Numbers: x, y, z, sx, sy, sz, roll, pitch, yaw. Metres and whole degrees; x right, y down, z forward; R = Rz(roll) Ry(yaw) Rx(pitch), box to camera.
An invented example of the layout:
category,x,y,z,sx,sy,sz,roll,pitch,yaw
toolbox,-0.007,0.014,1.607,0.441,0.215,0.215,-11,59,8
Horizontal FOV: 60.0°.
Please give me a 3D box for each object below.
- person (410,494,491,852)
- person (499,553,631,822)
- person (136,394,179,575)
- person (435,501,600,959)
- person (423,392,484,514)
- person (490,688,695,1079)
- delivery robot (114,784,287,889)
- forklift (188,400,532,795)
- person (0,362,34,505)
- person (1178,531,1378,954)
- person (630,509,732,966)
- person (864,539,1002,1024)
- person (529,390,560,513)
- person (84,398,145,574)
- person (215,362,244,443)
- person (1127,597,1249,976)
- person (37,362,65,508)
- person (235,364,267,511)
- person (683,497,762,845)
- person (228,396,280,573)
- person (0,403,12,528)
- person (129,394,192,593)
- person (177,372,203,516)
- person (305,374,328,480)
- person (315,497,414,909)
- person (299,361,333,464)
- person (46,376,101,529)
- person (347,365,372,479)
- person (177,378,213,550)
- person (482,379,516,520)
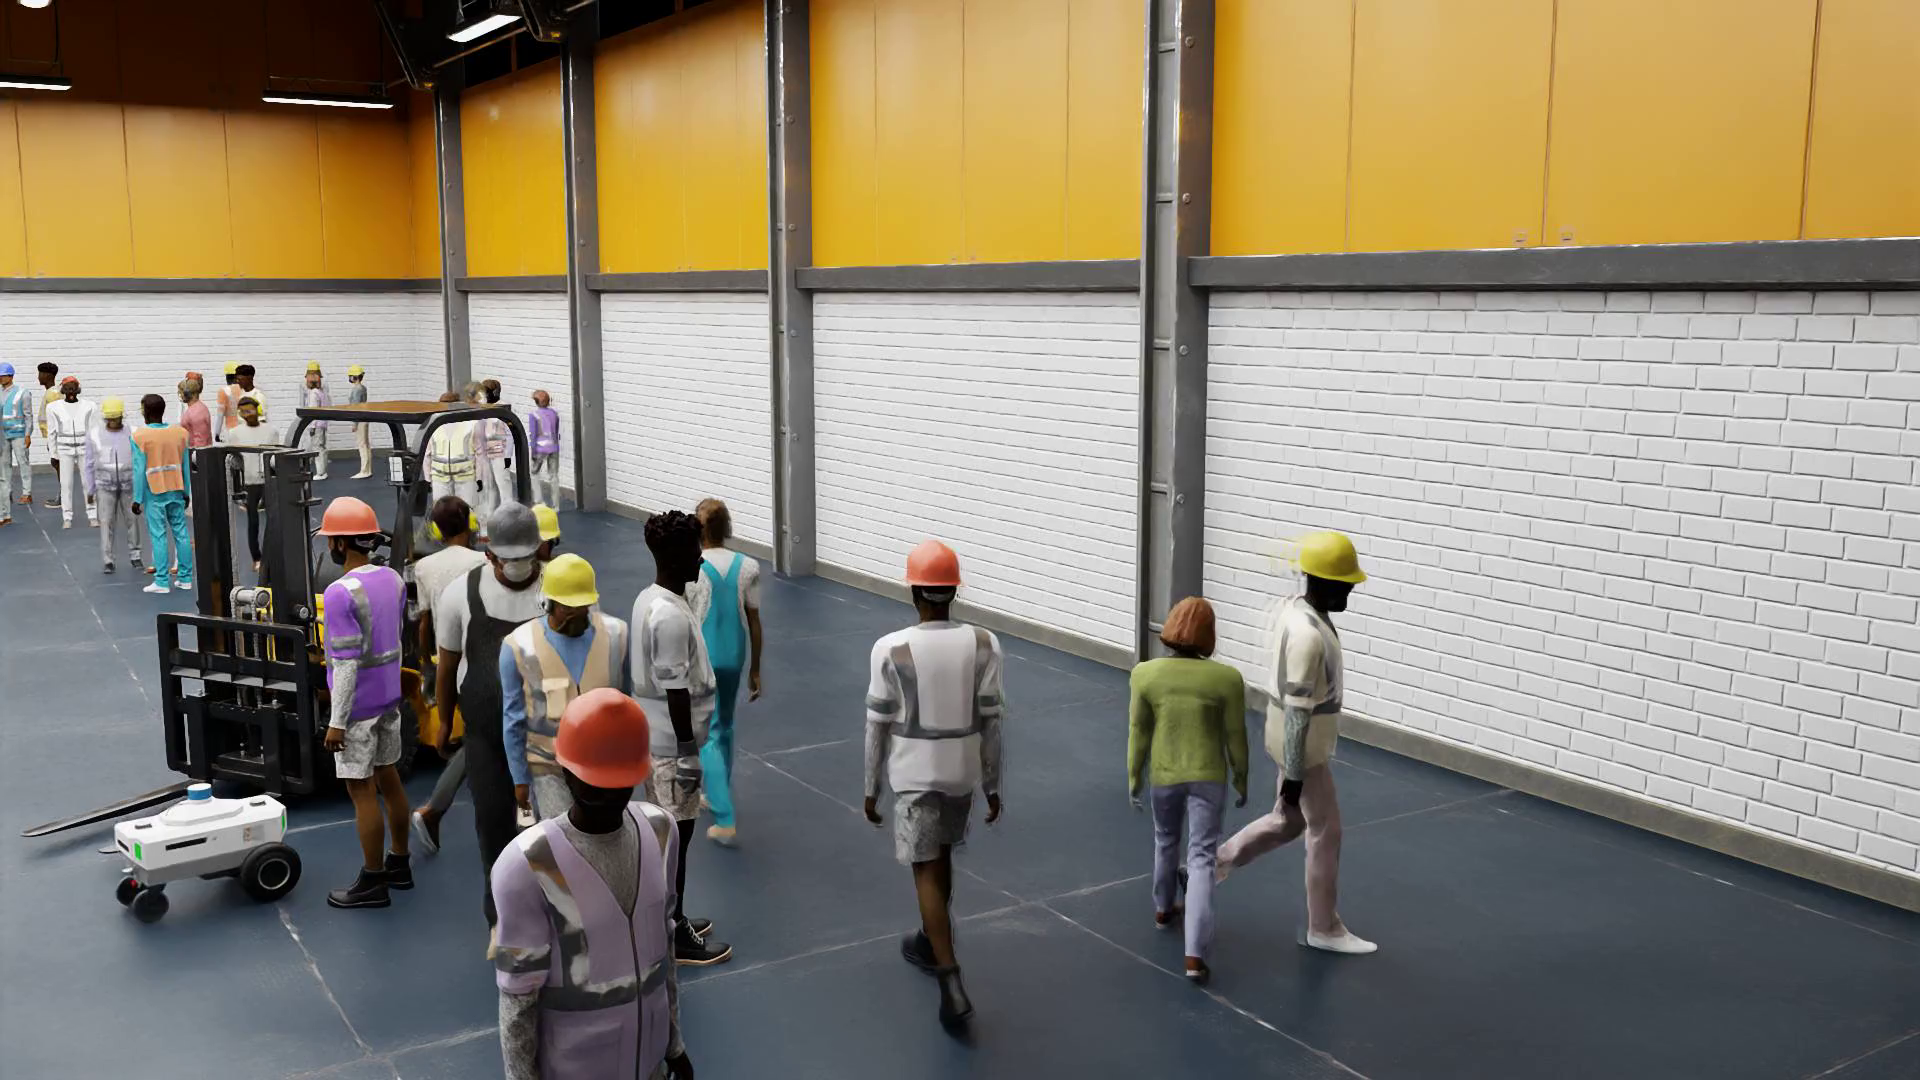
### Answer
category,x,y,z,sx,sy,sz,roll,pitch,yaw
person,-2.629,0.686,8.708,0.545,1.834,0.839,3,9,19
person,-1.656,0.932,7.146,0.604,1.803,0.513,-4,9,-24
person,-8.197,-0.568,17.045,0.505,1.864,0.329,1,9,9
person,-1.931,0.782,7.335,0.763,2.000,0.920,-2,9,-12
person,-5.399,-0.660,17.726,0.634,1.839,0.429,-1,8,-6
person,-0.880,1.307,4.164,0.376,1.929,0.551,7,11,38
delivery robot,-3.579,1.397,7.855,0.707,0.478,0.477,-7,11,-41
forklift,-3.529,0.258,10.348,1.214,2.155,2.313,4,9,25
person,-12.929,-1.445,22.653,0.605,1.948,0.390,0,8,2
person,1.397,0.879,7.223,0.800,1.891,0.605,1,9,9
person,-1.229,0.841,7.183,0.368,1.966,0.603,-3,9,-21
person,-0.089,0.947,6.706,0.555,1.903,0.962,-3,9,-20
person,-5.443,-1.149,21.762,0.467,1.624,0.530,6,11,37
person,-8.707,-0.549,17.216,0.631,1.812,0.656,-4,10,-28
person,-10.465,-1.614,24.008,0.978,1.884,0.604,4,10,28
person,0.989,1.031,7.218,0.517,1.580,0.828,3,9,18
person,-12.203,-1.418,22.409,0.367,1.966,0.604,-4,9,-23
person,-9.373,-1.355,22.032,0.374,1.958,0.607,-8,12,-43
person,-1.324,0.672,8.858,0.526,1.832,0.714,-6,10,-34
person,-7.156,-0.551,17.027,0.571,1.828,0.707,-4,10,-27
person,-11.913,-1.101,20.397,0.359,1.932,0.628,-2,9,-14
person,-7.681,-0.447,16.025,0.390,1.920,0.588,5,10,32
person,-9.981,-1.247,21.583,0.421,1.865,0.627,-5,10,-31
person,-9.926,-1.736,25.656,0.306,1.638,0.522,-2,9,-10
person,-2.824,0.761,7.823,0.362,1.935,0.553,2,9,11
person,-10.867,-2.144,28.061,0.492,1.745,0.310,0,8,2
person,-10.852,-1.072,20.390,0.579,1.878,0.352,-5,10,-30
person,-9.364,-1.836,25.903,0.312,1.768,0.522,-1,8,-7
person,-8.579,-0.854,18.719,0.373,1.936,0.627,-4,9,-24
person,-5.704,-1.045,20.320,0.627,1.844,0.429,5,10,29
